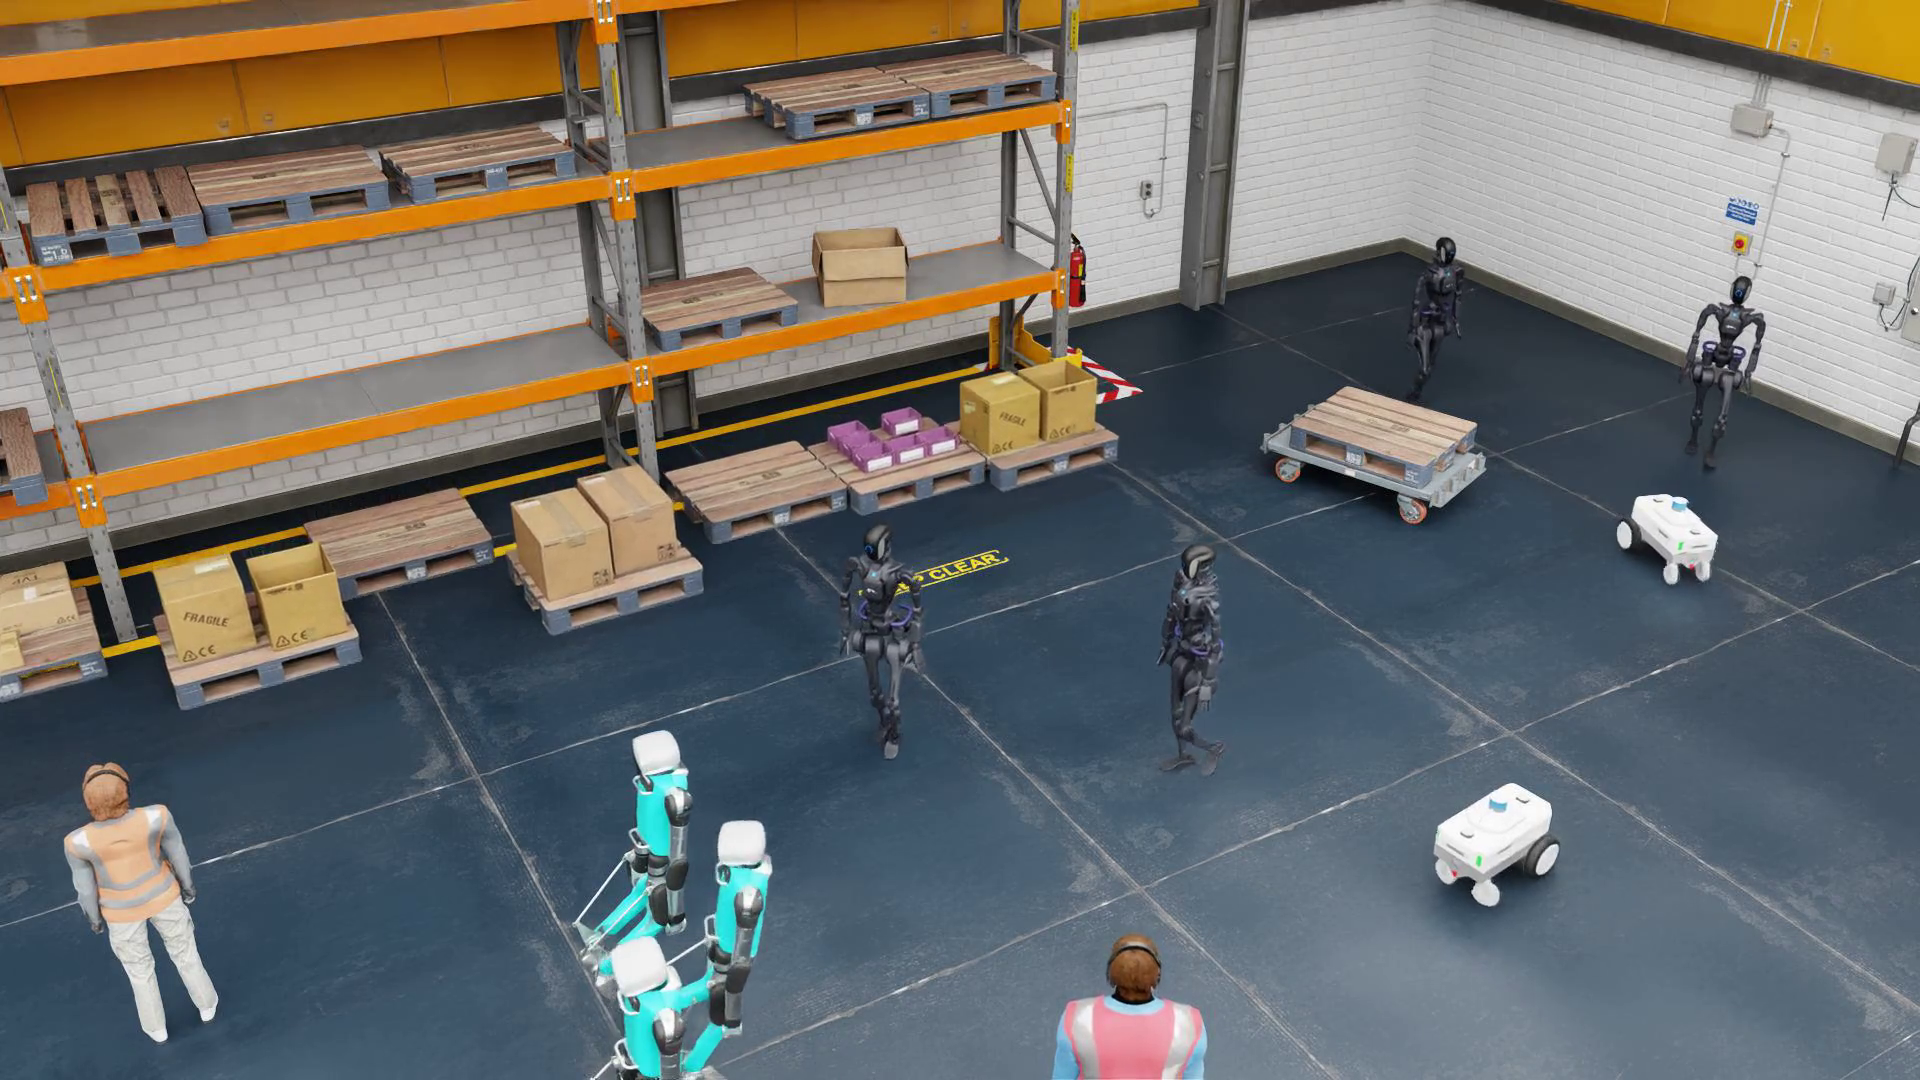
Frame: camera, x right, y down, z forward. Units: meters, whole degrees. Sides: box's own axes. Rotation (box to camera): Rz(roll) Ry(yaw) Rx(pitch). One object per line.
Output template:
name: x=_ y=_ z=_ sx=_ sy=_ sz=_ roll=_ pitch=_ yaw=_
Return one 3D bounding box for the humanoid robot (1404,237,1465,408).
humanoid robot: x=4.272 y=-1.951 z=15.005 sx=0.588 sy=1.644 sz=0.426 roll=-14 pitch=32 yaw=-23

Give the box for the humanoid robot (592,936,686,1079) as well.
humanoid robot: x=-1.502 y=2.482 z=7.113 sx=0.887 sy=1.785 sz=0.567 roll=-14 pitch=32 yaw=-23

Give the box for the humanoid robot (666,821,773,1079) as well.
humanoid robot: x=-1.326 y=2.106 z=7.799 sx=0.975 sy=1.755 sz=0.549 roll=-5 pitch=30 yaw=-9

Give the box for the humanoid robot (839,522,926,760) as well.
humanoid robot: x=-0.494 y=0.613 z=10.460 sx=0.608 sy=1.638 sz=0.455 roll=11 pitch=31 yaw=18

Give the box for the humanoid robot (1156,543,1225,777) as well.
humanoid robot: x=1.458 y=0.730 z=10.245 sx=0.402 sy=1.644 sz=0.609 roll=-12 pitch=32 yaw=-21

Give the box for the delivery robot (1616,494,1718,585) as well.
delivery robot: x=5.462 y=-0.049 z=12.777 sx=0.499 sy=0.601 sz=0.805 roll=-5 pitch=30 yaw=-9

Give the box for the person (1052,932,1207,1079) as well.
person: x=0.710 y=2.427 z=7.088 sx=0.639 sy=1.837 sz=0.430 roll=3 pitch=30 yaw=4

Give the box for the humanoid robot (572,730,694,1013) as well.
humanoid robot: x=-1.664 y=1.761 z=8.271 sx=0.746 sy=1.692 sz=0.530 roll=-16 pitch=33 yaw=-26

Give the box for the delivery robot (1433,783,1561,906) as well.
delivery robot: x=3.108 y=1.722 z=9.654 sx=0.785 sy=0.614 sz=0.501 roll=-21 pitch=35 yaw=-32

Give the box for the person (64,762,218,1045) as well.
person: x=-4.103 y=1.826 z=8.346 sx=0.521 sy=1.638 sz=0.308 roll=-19 pitch=35 yaw=-30

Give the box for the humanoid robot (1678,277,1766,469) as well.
humanoid robot: x=6.427 y=-1.437 z=14.089 sx=0.590 sy=1.644 sz=0.556 roll=13 pitch=32 yaw=22
